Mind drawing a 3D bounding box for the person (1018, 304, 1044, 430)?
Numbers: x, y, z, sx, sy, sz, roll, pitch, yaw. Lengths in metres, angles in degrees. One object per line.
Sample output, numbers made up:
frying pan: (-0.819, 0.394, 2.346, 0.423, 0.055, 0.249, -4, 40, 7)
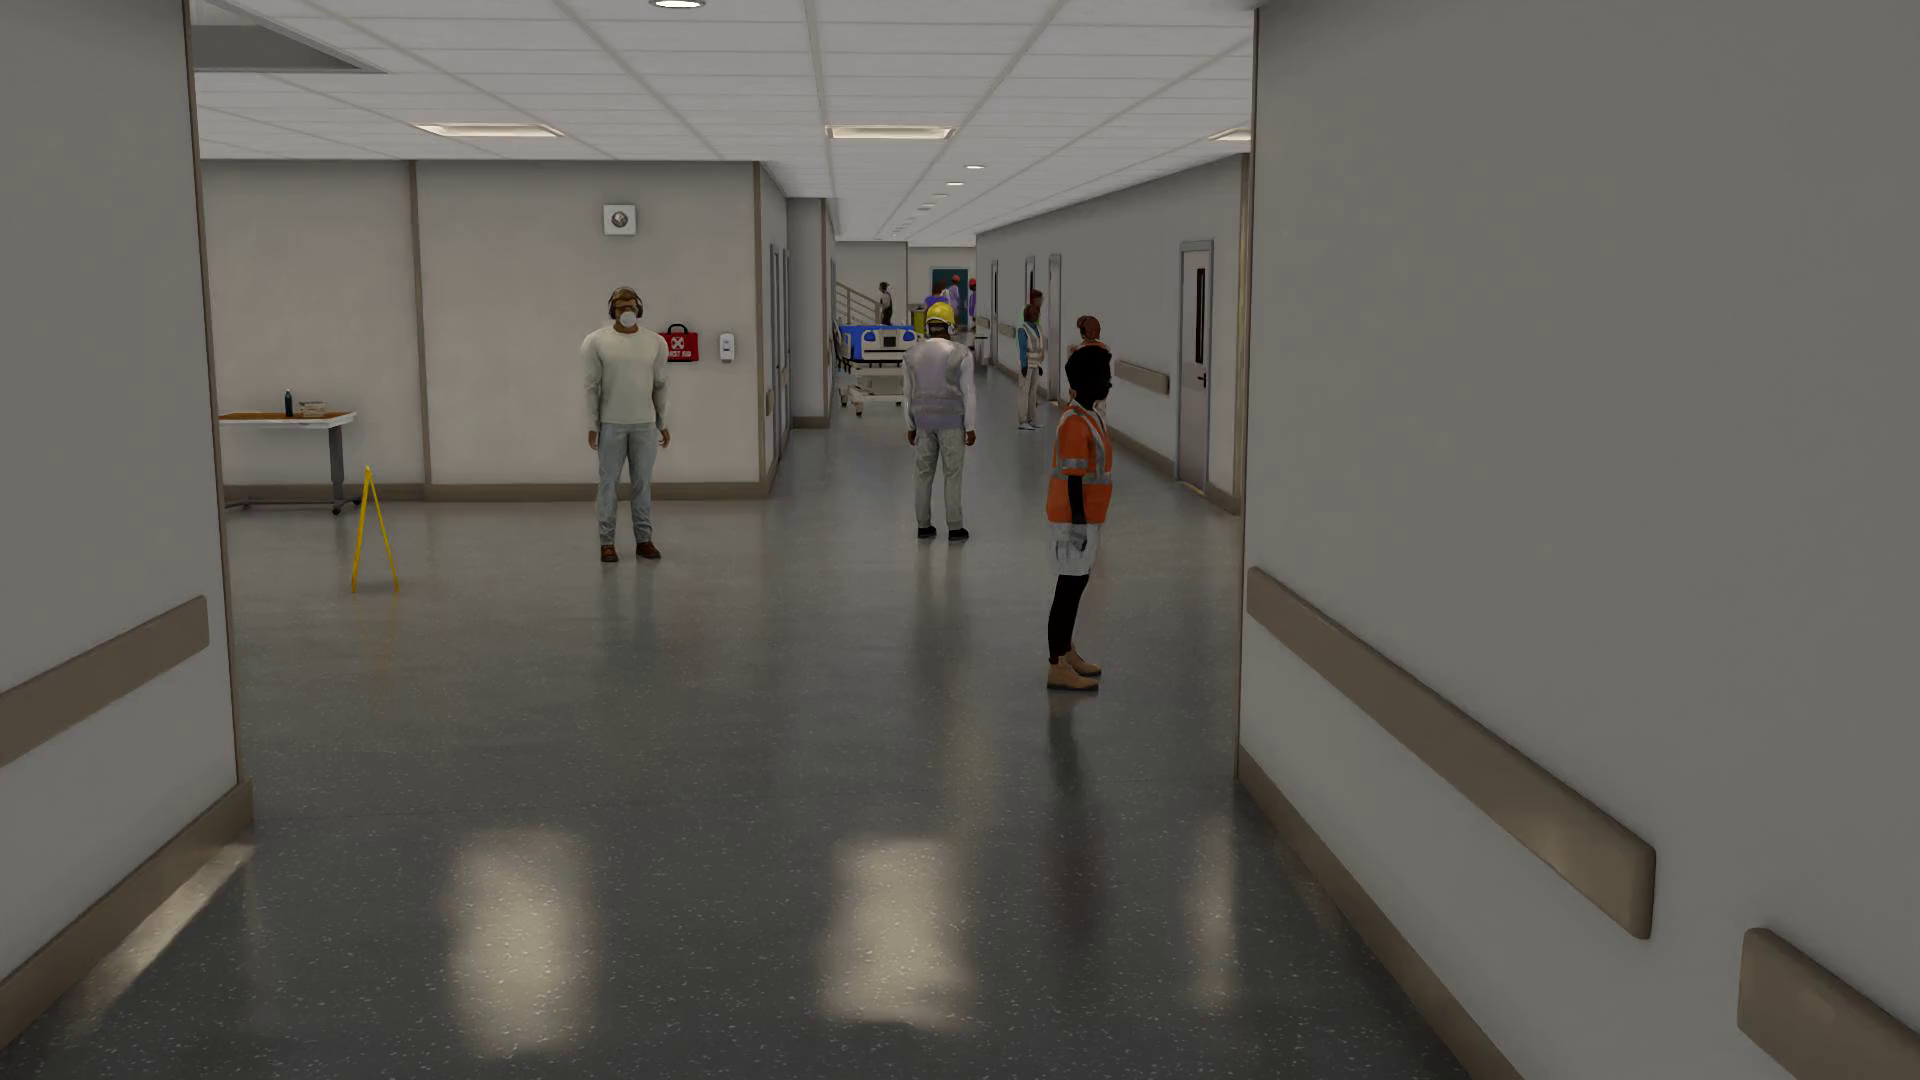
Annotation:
person: (0.927, -2.274, 21.886, 0.309, 1.641, 0.513, 5, 10, 29)

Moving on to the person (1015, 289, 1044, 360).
person: (1.072, -2.970, 25.764, 0.385, 1.807, 0.676, -2, 9, -15)

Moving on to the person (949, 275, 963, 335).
person: (-0.112, -7.874, 55.882, 0.740, 2.017, 0.635, -2, 9, -14)

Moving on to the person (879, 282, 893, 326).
person: (-2.114, -6.269, 46.381, 0.687, 1.821, 0.567, 1, 9, 8)

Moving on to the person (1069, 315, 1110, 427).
person: (1.237, -1.331, 15.971, 0.515, 1.641, 0.308, -8, 12, -43)

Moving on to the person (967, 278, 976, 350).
person: (0.368, -6.104, 45.003, 0.361, 1.938, 0.545, -1, 9, -6)

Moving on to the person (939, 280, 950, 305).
person: (-0.523, -7.288, 52.605, 0.337, 1.882, 0.584, -5, 10, -27)

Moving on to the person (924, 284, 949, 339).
person: (-0.538, -4.929, 37.985, 0.583, 1.817, 0.457, 0, 9, 0)

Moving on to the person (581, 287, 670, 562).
person: (-2.357, -0.817, 11.808, 0.629, 1.940, 0.379, -4, 10, -26)

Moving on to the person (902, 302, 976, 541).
person: (-0.148, -0.901, 12.713, 0.590, 1.824, 0.403, 4, 10, 23)

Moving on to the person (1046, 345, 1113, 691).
person: (0.587, -0.111, 8.161, 0.322, 1.689, 0.535, 2, 9, 11)
